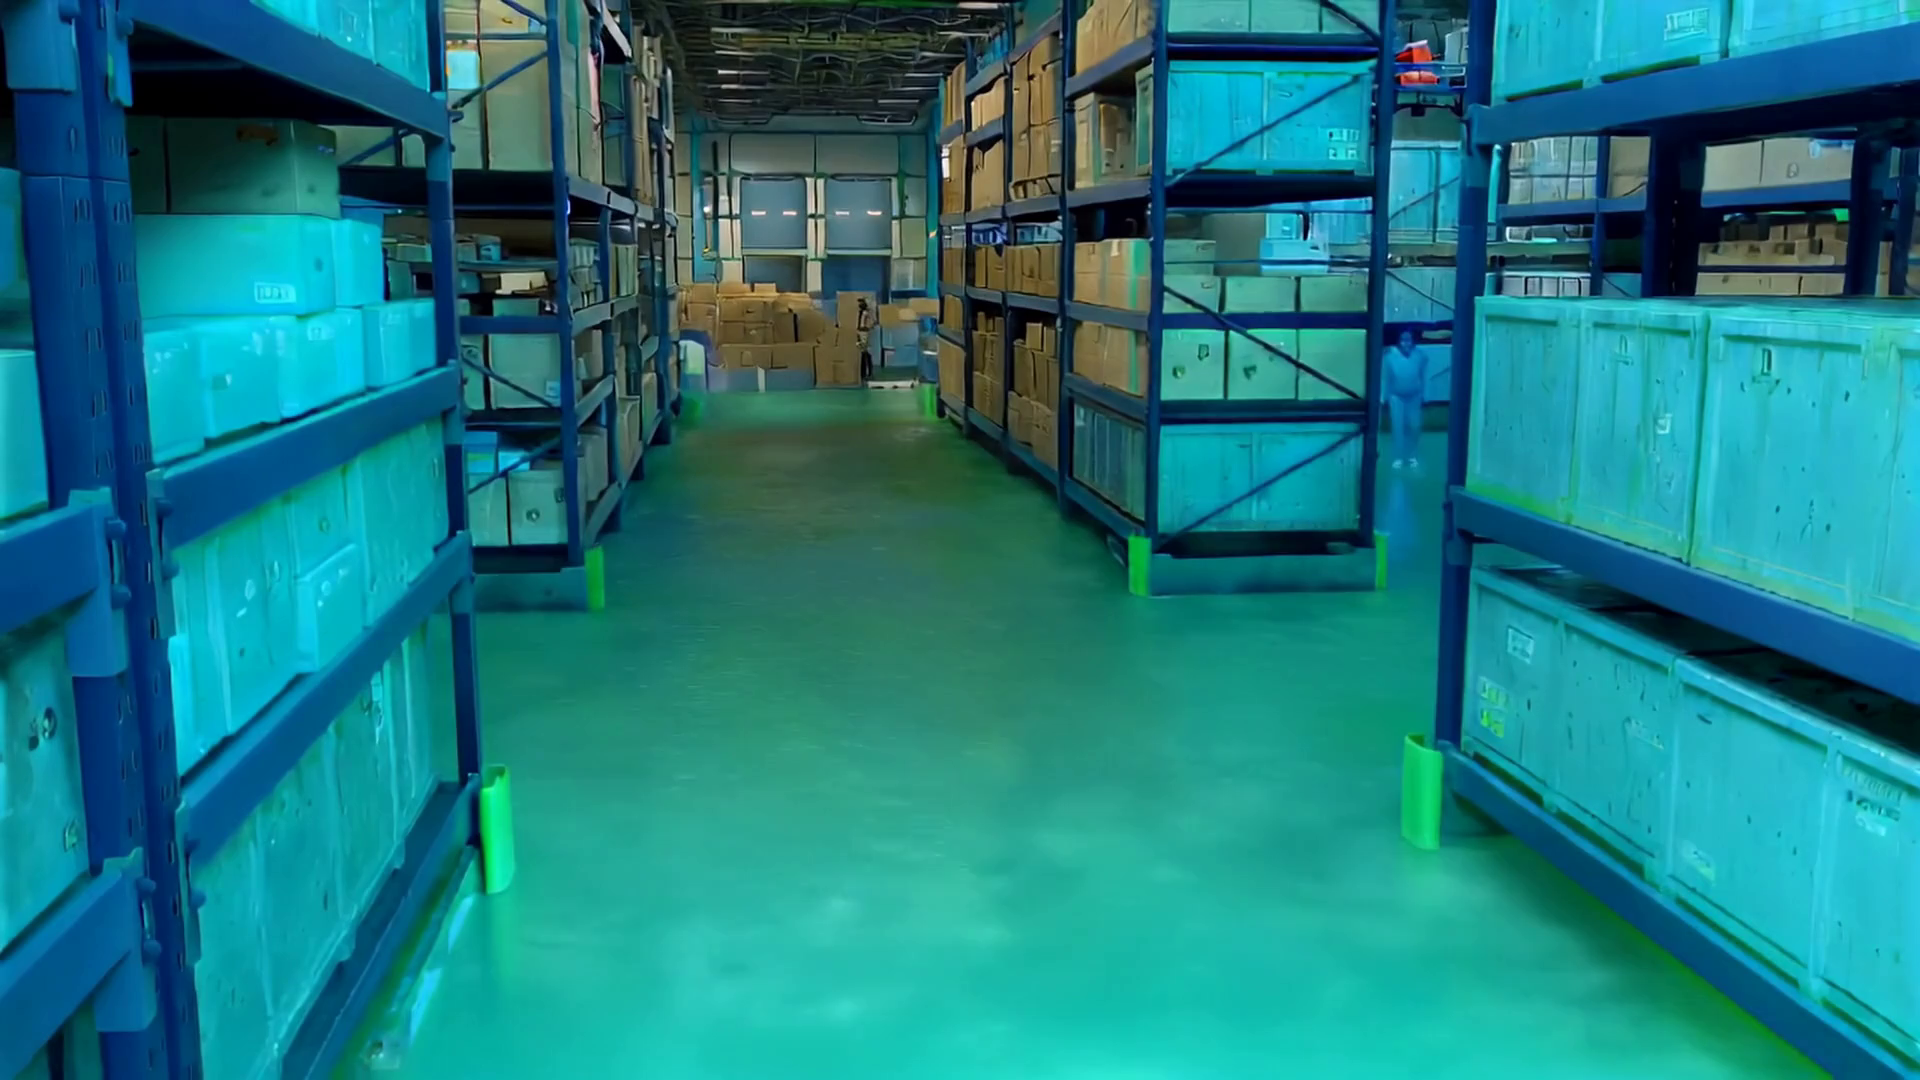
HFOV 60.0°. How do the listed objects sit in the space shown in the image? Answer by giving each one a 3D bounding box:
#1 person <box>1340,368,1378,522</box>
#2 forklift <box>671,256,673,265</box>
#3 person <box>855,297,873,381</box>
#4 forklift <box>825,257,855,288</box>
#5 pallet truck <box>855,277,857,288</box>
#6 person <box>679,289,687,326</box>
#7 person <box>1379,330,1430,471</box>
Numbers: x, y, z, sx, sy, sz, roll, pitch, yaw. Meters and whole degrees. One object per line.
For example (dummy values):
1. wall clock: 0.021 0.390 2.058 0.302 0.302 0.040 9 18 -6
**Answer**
1. person: 4.223 -1.030 18.054 0.471 1.679 0.677 -8 13 -39
2. forklift: -10.987 -9.066 61.344 1.129 2.768 1.873 -1 10 -7
3. person: -2.223 -4.596 38.066 0.364 1.935 0.553 -7 12 -34
4. forklift: -3.492 -6.850 48.444 1.129 2.768 1.873 -1 10 -7
5. pallet truck: -3.782 -9.391 65.808 1.885 1.965 0.823 2 10 10
6. person: -9.836 -7.982 58.524 0.487 1.687 0.540 3 10 18
7. person: 5.981 -1.865 22.349 0.675 1.872 0.847 2 10 10
